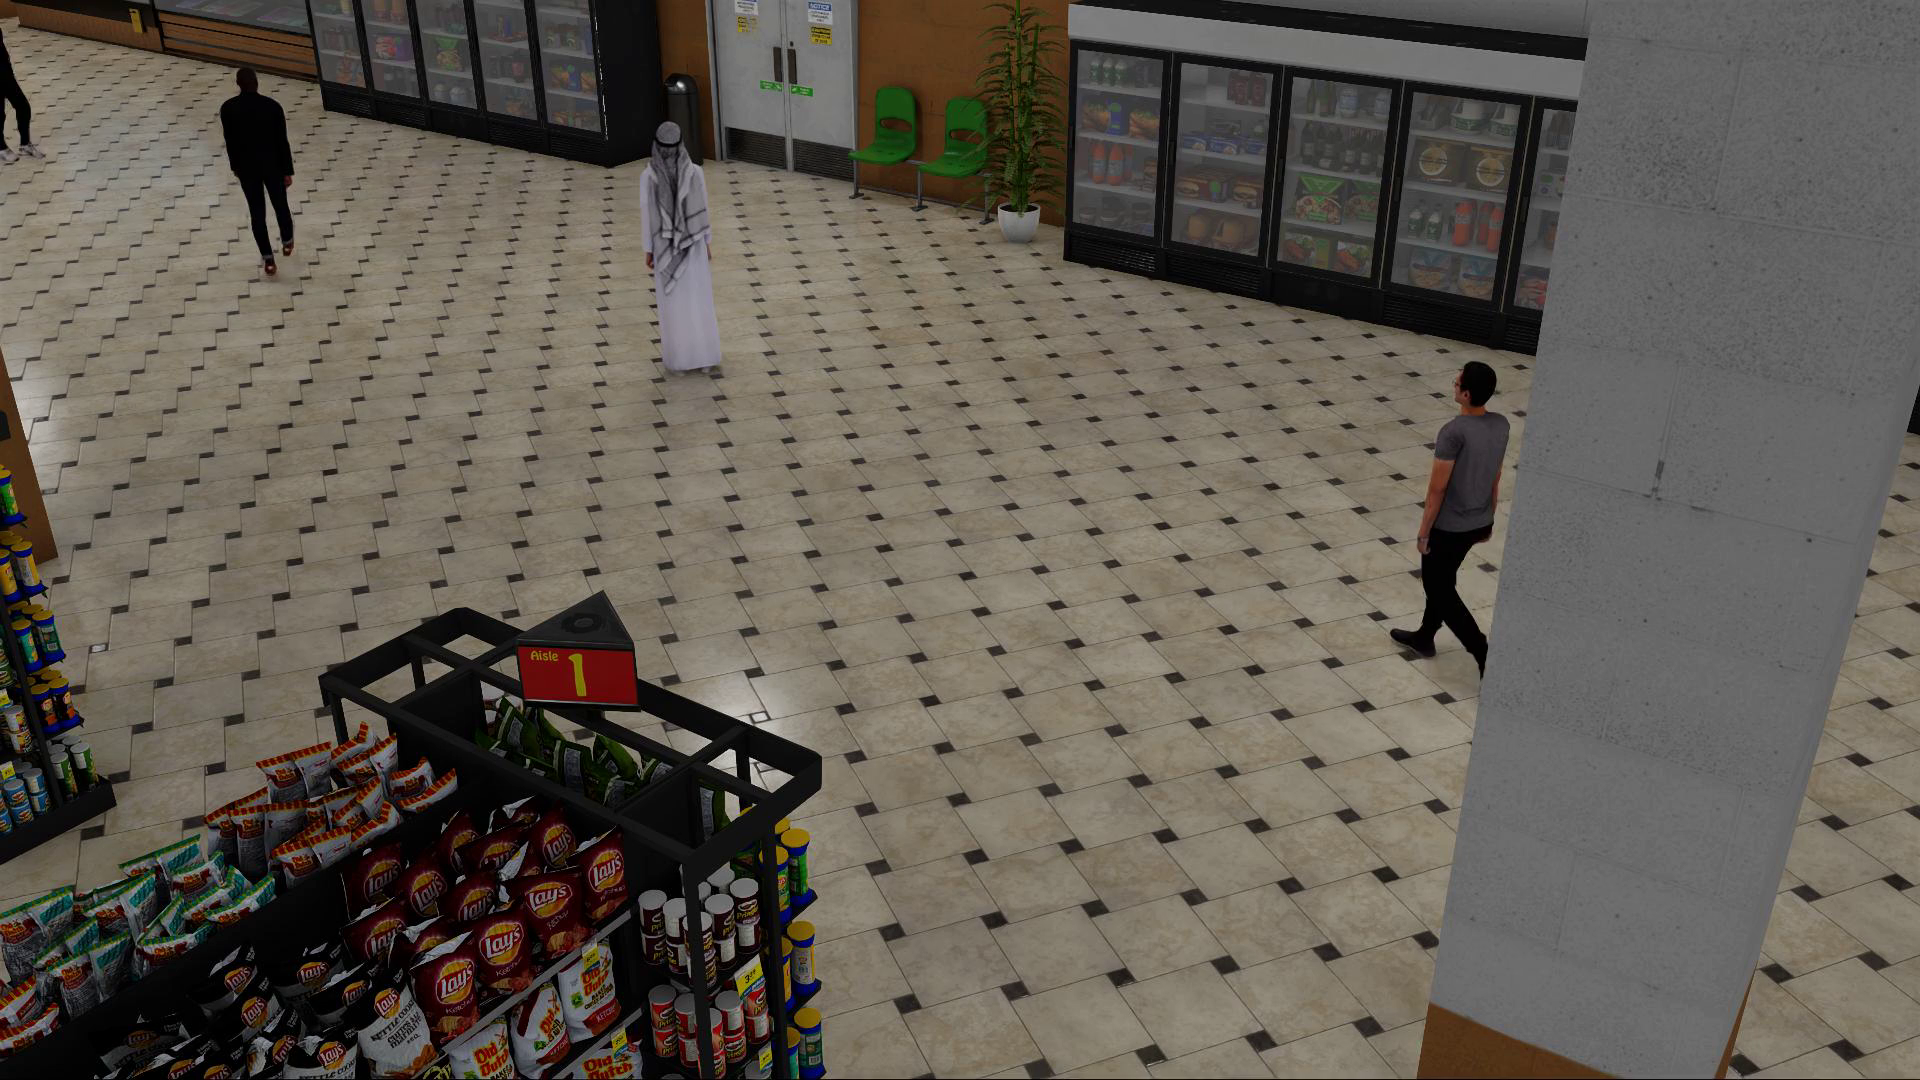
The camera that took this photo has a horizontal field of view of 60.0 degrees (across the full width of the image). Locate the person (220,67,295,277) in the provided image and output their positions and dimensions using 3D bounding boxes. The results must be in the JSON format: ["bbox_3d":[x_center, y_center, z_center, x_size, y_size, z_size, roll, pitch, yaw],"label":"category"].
[{"bbox_3d":[-6.193,-3.216,14.704,1.198,1.773,1.157,-10,28,-18],"label":"person"}]

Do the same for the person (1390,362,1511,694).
[{"bbox_3d":[2.611,-0.050,8.512,1.078,1.727,0.927,-17,31,-30],"label":"person"}]

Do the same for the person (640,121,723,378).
[{"bbox_3d":[-2.106,-2.175,12.483,0.784,1.926,0.870,-8,28,-16],"label":"person"}]

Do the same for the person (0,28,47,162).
[{"bbox_3d":[-10.762,-5.130,18.431,0.854,1.816,0.781,10,28,19],"label":"person"}]
